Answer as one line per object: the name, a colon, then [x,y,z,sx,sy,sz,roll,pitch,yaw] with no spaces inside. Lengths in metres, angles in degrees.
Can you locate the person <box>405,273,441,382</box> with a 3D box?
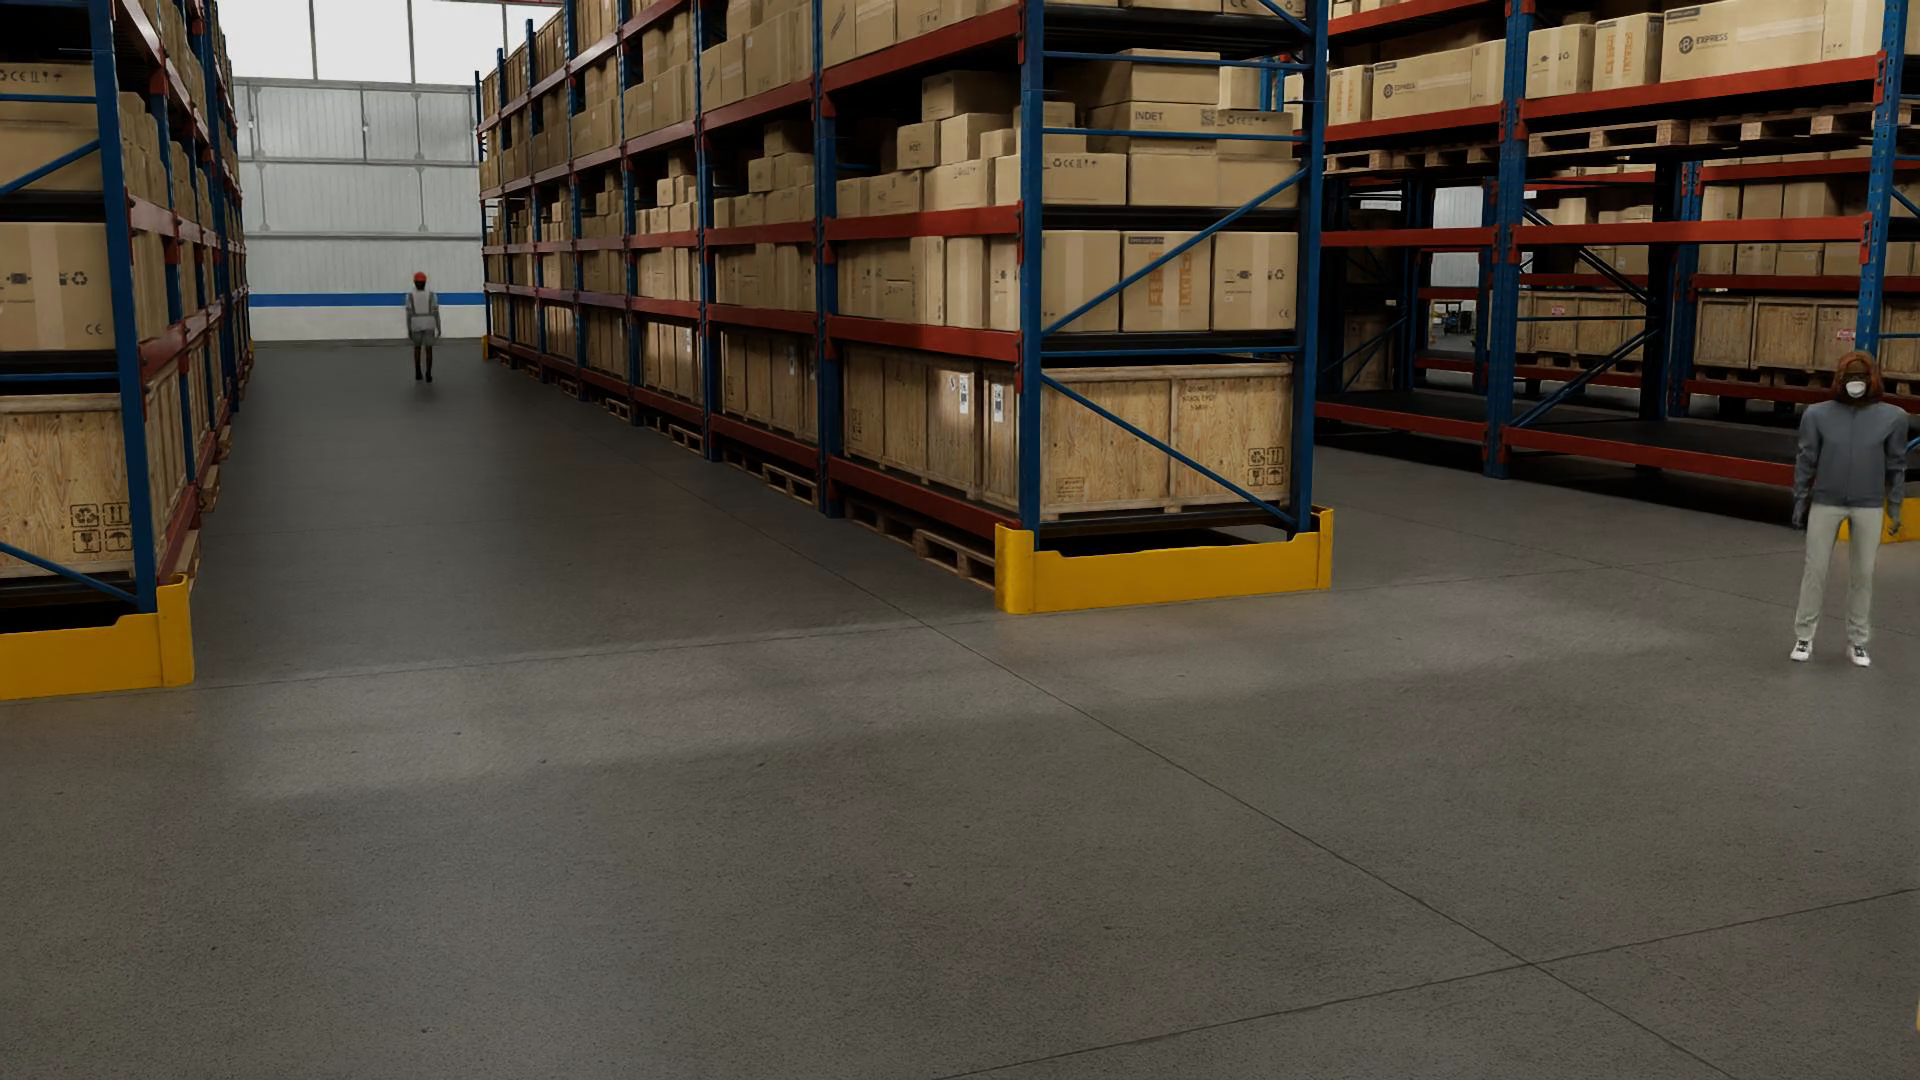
person: [-9.393,-3.721,29.122,0.569,1.887,0.979,-3,10,-15]

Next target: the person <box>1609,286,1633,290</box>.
person: [12.452,-4.117,31.219,0.643,1.965,0.752,7,12,35]

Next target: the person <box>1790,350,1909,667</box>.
person: [4.563,-0.162,8.559,0.507,1.631,0.266,4,10,25]
